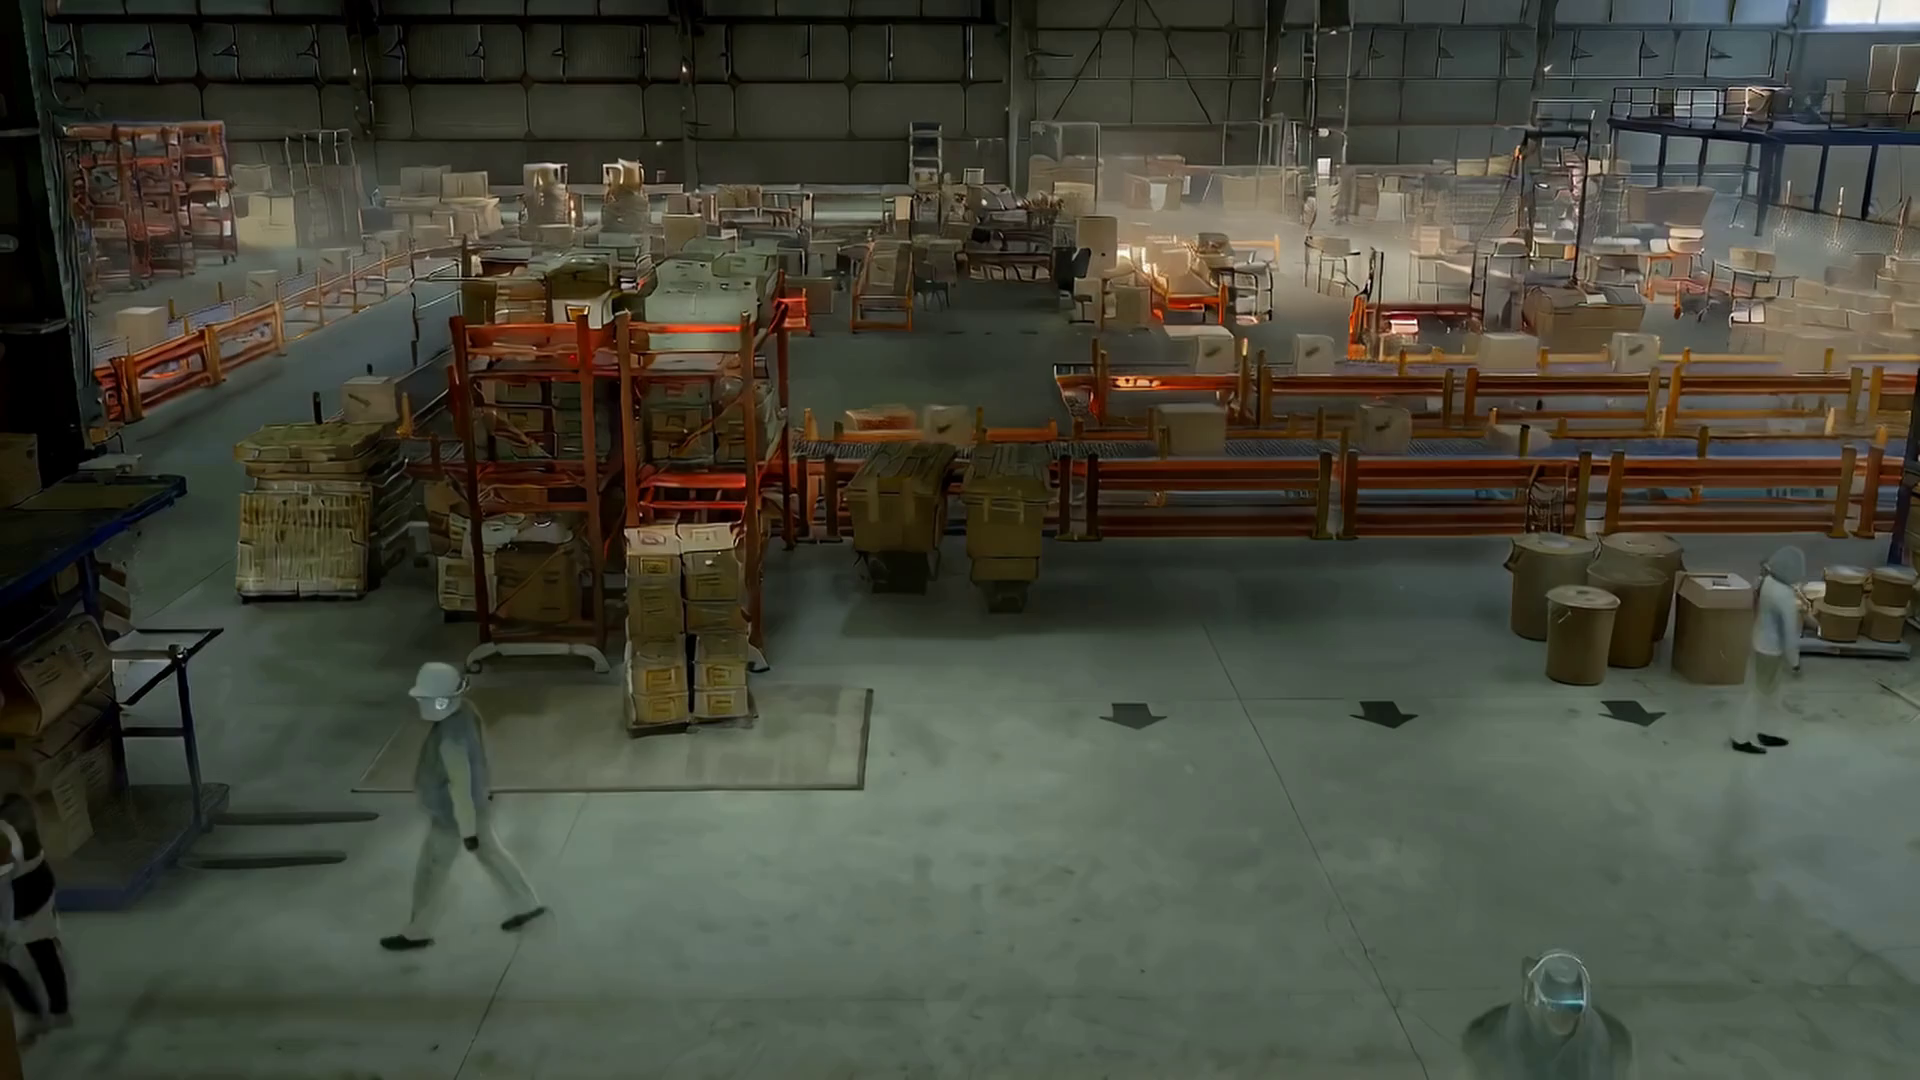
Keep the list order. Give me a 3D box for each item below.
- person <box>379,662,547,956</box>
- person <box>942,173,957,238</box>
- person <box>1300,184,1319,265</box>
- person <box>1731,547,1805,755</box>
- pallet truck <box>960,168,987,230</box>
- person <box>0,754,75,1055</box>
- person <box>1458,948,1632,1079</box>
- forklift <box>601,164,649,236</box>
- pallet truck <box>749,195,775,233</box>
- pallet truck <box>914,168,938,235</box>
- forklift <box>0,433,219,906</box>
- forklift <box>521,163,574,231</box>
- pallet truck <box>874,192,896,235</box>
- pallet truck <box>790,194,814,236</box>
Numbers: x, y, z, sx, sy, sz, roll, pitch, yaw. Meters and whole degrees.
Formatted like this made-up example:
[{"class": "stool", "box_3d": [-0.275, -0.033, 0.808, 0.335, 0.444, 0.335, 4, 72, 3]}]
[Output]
[{"class": "person", "box_3d": [-2.921, 1.537, 9.695, 0.940, 1.790, 0.591, -2, 16, -7]}, {"class": "person", "box_3d": [-0.246, -9.888, 49.229, 0.875, 1.871, 0.672, 3, 16, 9]}, {"class": "person", "box_3d": [8.983, -8.119, 42.787, 0.385, 2.041, 0.615, 10, 19, 31]}, {"class": "person", "box_3d": [6.124, 0.842, 12.414, 0.589, 1.615, 0.512, 4, 17, 15]}, {"class": "pallet truck", "box_3d": [0.383, -10.230, 50.206, 0.823, 1.965, 1.885, -1, 16, -3]}, {"class": "person", "box_3d": [-4.937, 1.881, 8.675, 0.399, 1.686, 0.546, -3, 16, -9]}, {"class": "person", "box_3d": [2.229, 2.437, 6.434, 0.672, 1.849, 1.010, 2, 16, 8]}, {"class": "forklift", "box_3d": [-9.948, -10.127, 49.296, 1.157, 1.987, 2.680, -1, 16, -3]}, {"class": "pallet truck", "box_3d": [-6.051, -9.967, 50.660, 0.680, 1.201, 1.601, 0, 16, -1]}, {"class": "pallet truck", "box_3d": [-0.989, -10.316, 50.507, 0.823, 1.965, 1.885, 1, 16, 3]}, {"class": "forklift", "box_3d": [-5.952, 0.780, 10.366, 1.873, 2.768, 1.129, 0, 16, -1]}, {"class": "forklift", "box_3d": [-12.233, -10.122, 49.298, 1.157, 1.987, 2.680, 0, 16, -1]}, {"class": "pallet truck", "box_3d": [-2.277, -9.986, 50.594, 0.653, 1.274, 1.630, 0, 16, -1]}, {"class": "pallet truck", "box_3d": [-4.814, -9.883, 50.259, 0.704, 1.261, 1.522, -1, 16, -3]}]
